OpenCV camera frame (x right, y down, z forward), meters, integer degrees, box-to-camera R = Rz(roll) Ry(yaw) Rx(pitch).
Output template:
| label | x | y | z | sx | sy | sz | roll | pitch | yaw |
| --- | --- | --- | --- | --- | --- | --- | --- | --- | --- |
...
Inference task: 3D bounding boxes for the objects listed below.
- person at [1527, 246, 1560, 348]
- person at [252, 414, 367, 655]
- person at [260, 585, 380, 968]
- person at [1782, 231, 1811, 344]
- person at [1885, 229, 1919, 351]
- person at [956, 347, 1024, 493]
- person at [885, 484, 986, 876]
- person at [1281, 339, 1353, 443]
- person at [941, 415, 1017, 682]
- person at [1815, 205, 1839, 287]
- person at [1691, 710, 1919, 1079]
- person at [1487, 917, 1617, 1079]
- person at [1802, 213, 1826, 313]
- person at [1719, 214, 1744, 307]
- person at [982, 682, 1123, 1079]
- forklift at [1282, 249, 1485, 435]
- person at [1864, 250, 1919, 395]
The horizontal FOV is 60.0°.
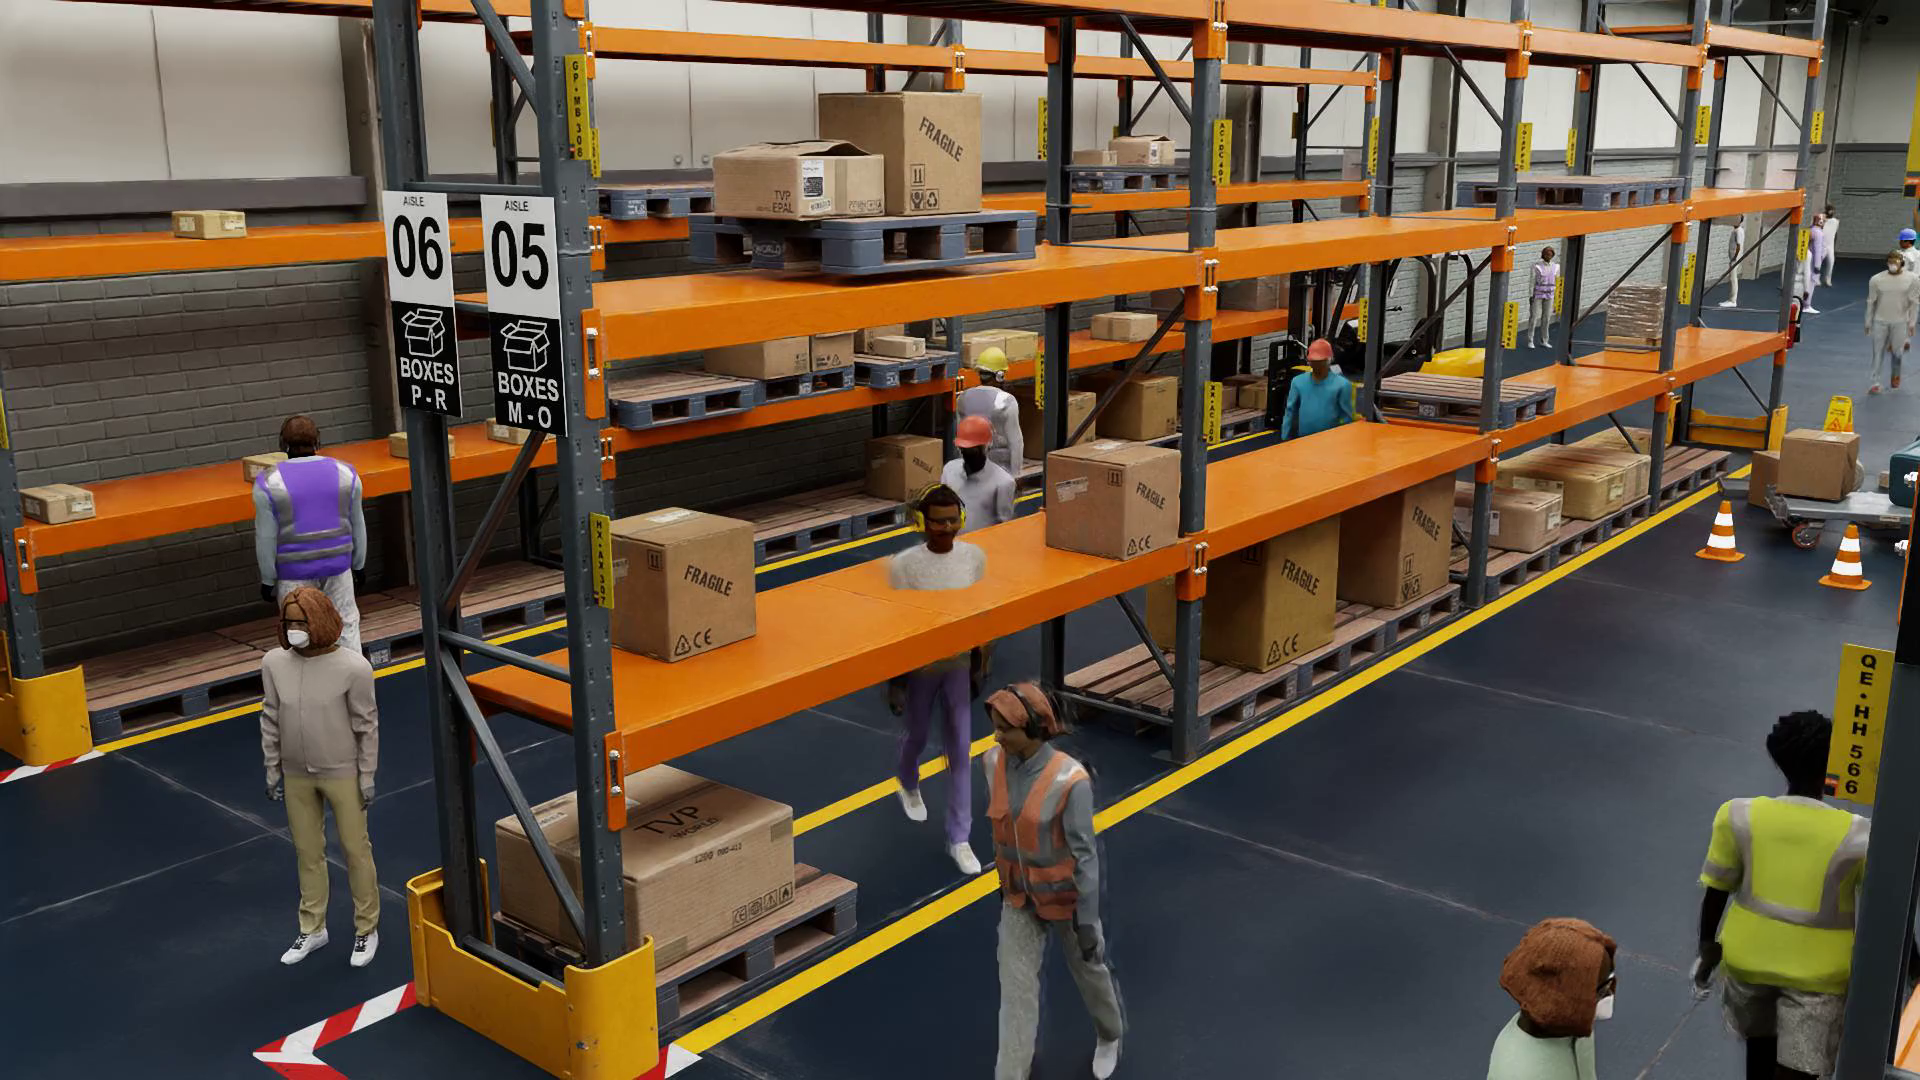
| label | x | y | z | sx | sy | sz | roll | pitch | yaw |
| --- | --- | --- | --- | --- | --- | --- | --- | --- | --- |
| person | 9.407 | -3.911 | 26.823 | 0.514 | 1.640 | 0.310 | -2 | 14 | -9 |
| person | -3.802 | 0.175 | 9.768 | 0.634 | 1.841 | 0.429 | -11 | 17 | -37 |
| person | -2.651 | 0.982 | 6.911 | 0.499 | 1.633 | 0.285 | 2 | 14 | 6 |
| person | 13.748 | -4.165 | 27.358 | 0.345 | 1.882 | 0.585 | -2 | 14 | -10 |
| person | 14.975 | -3.954 | 26.386 | 0.609 | 1.939 | 0.417 | -11 | 17 | -37 |
| person | 0.255 | -0.569 | 12.813 | 0.590 | 1.835 | 0.404 | 11 | 17 | 37 |
| person | -0.133 | 0.602 | 8.062 | 0.535 | 1.832 | 0.943 | -4 | 14 | -17 |
| person | 3.070 | -0.890 | 14.391 | 0.588 | 1.698 | 0.931 | 10 | 17 | 35 |
| person | 0.118 | 0.055 | 10.465 | 0.574 | 1.734 | 0.475 | 11 | 18 | 38 |
| person | 19.468 | -6.609 | 37.402 | 0.503 | 1.826 | 0.630 | 2 | 14 | 8 |
| person | 2.683 | 1.376 | 5.293 | 0.646 | 1.635 | 0.849 | 13 | 19 | 42 |
| person | 1.401 | 1.676 | 4.098 | 0.288 | 1.627 | 0.502 | 11 | 18 | 38 |
| person | 16.464 | -5.331 | 32.080 | 0.402 | 1.900 | 0.641 | 2 | 14 | 9 |
| person | 15.426 | -5.591 | 33.185 | 0.329 | 1.872 | 0.509 | 5 | 15 | 21 |
| person | 0.329 | 1.254 | 5.891 | 0.572 | 1.590 | 0.839 | 12 | 18 | 40 |
| forklift | 4.886 | -2.214 | 18.767 | 2.313 | 2.155 | 1.214 | 11 | 18 | 38 |
| person | 12.353 | -2.891 | 22.083 | 0.642 | 1.921 | 0.531 | 11 | 17 | 37 |
